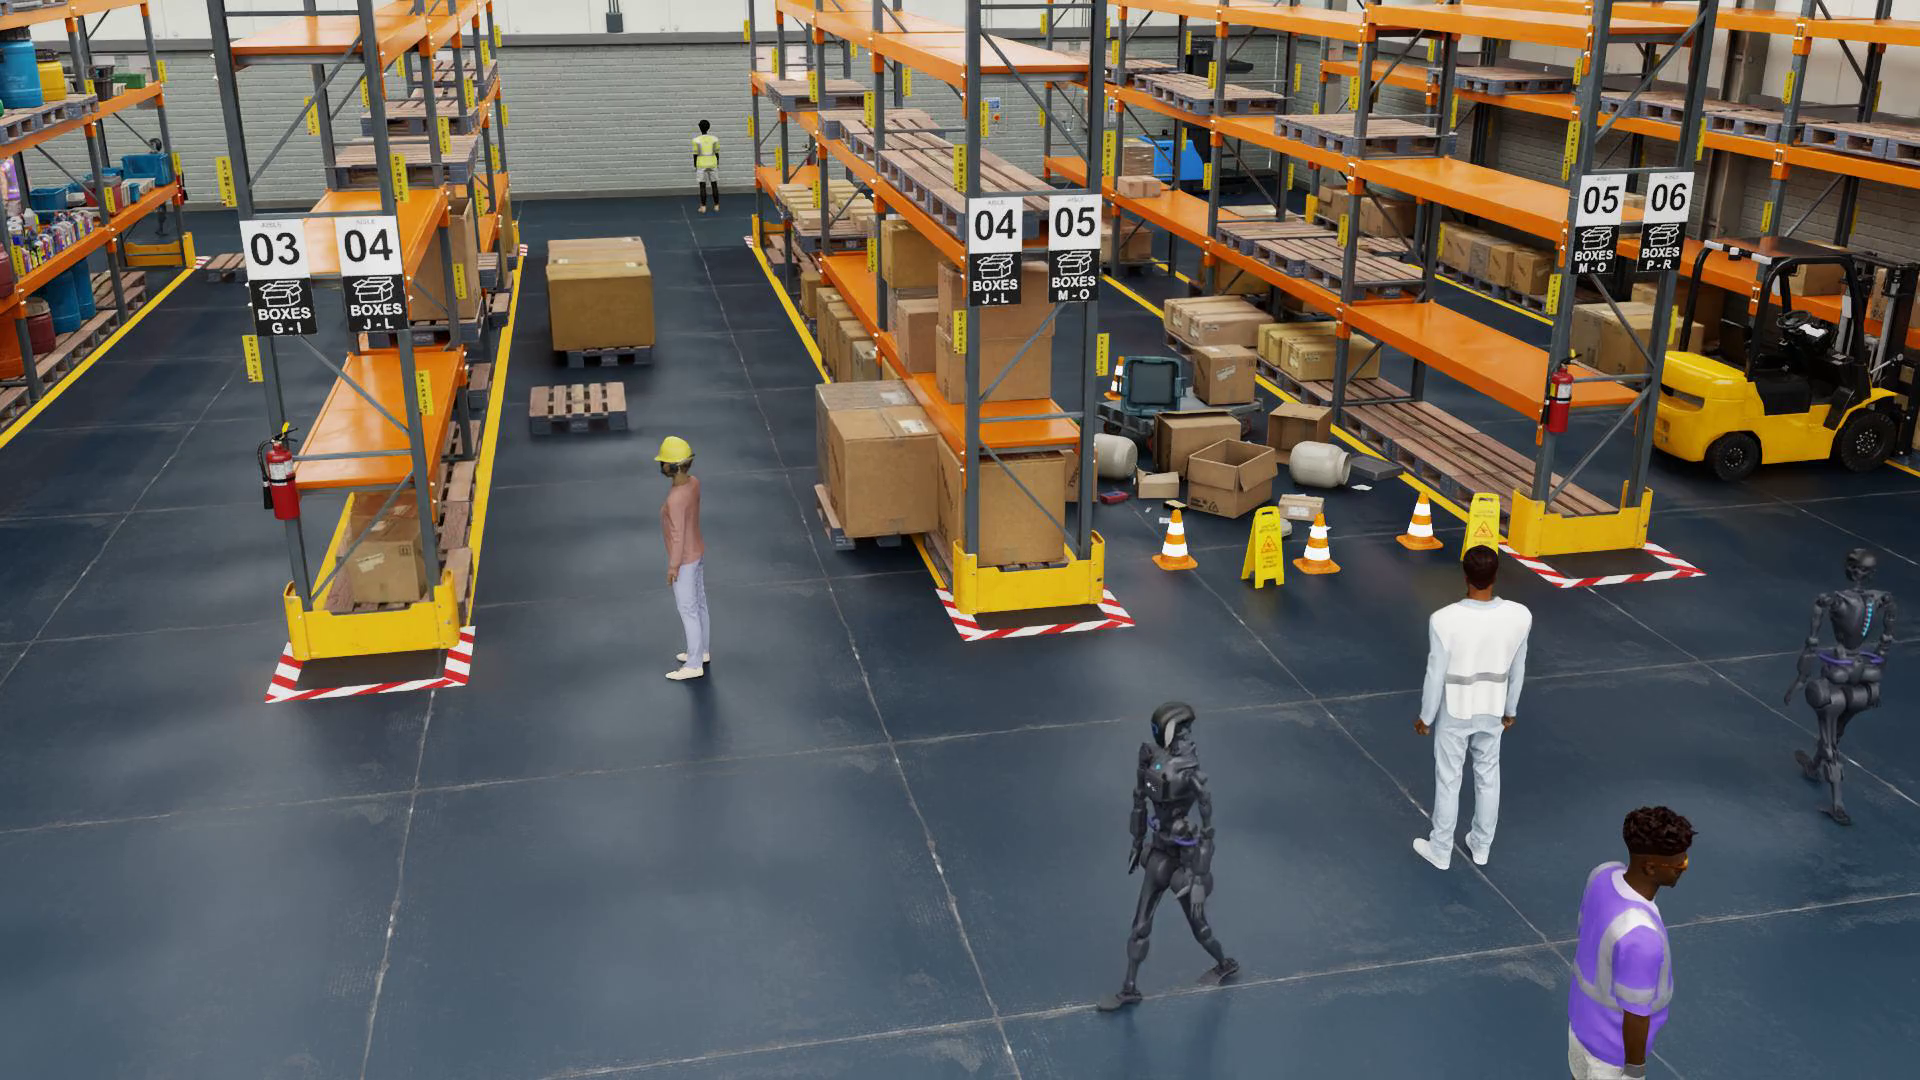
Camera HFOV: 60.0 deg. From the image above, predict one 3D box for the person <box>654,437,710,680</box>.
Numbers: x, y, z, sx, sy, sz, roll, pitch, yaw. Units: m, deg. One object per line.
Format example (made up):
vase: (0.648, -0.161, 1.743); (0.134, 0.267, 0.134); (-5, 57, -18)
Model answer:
person: (-1.955, 0.124, 11.717); (0.308, 1.768, 0.521); (2, 20, 6)

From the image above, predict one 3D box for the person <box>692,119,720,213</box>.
person: (-4.688, -6.911, 30.759); (0.532, 1.696, 0.318); (-10, 22, -24)

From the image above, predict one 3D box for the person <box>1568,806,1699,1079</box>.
person: (2.599, 1.926, 6.582); (0.362, 1.963, 0.612); (2, 20, 5)

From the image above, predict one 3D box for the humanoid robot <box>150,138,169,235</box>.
humanoid robot: (-13.686, -6.031, 28.434); (0.510, 1.645, 0.589); (9, 22, 23)

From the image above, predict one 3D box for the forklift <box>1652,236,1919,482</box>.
forklift: (8.013, -1.814, 16.330); (2.313, 2.155, 1.214); (-4, 21, -12)

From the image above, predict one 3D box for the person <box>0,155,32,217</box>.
person: (-15.367, -5.563, 27.148); (0.347, 1.688, 0.491); (11, 23, 28)

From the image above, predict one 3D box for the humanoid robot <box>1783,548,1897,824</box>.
humanoid robot: (5.300, 0.826, 10.020); (0.584, 1.623, 0.774); (-2, 21, -7)

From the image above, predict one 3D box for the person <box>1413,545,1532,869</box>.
person: (2.846, 0.950, 9.285); (0.587, 1.914, 0.391); (-3, 21, -8)

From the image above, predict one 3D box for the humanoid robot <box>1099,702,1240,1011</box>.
humanoid robot: (1.068, 1.541, 8.116); (0.794, 1.633, 0.593); (-12, 24, -30)

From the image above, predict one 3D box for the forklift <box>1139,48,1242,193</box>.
forklift: (4.566, -8.313, 32.860); (1.873, 2.768, 1.129); (-4, 21, -12)
